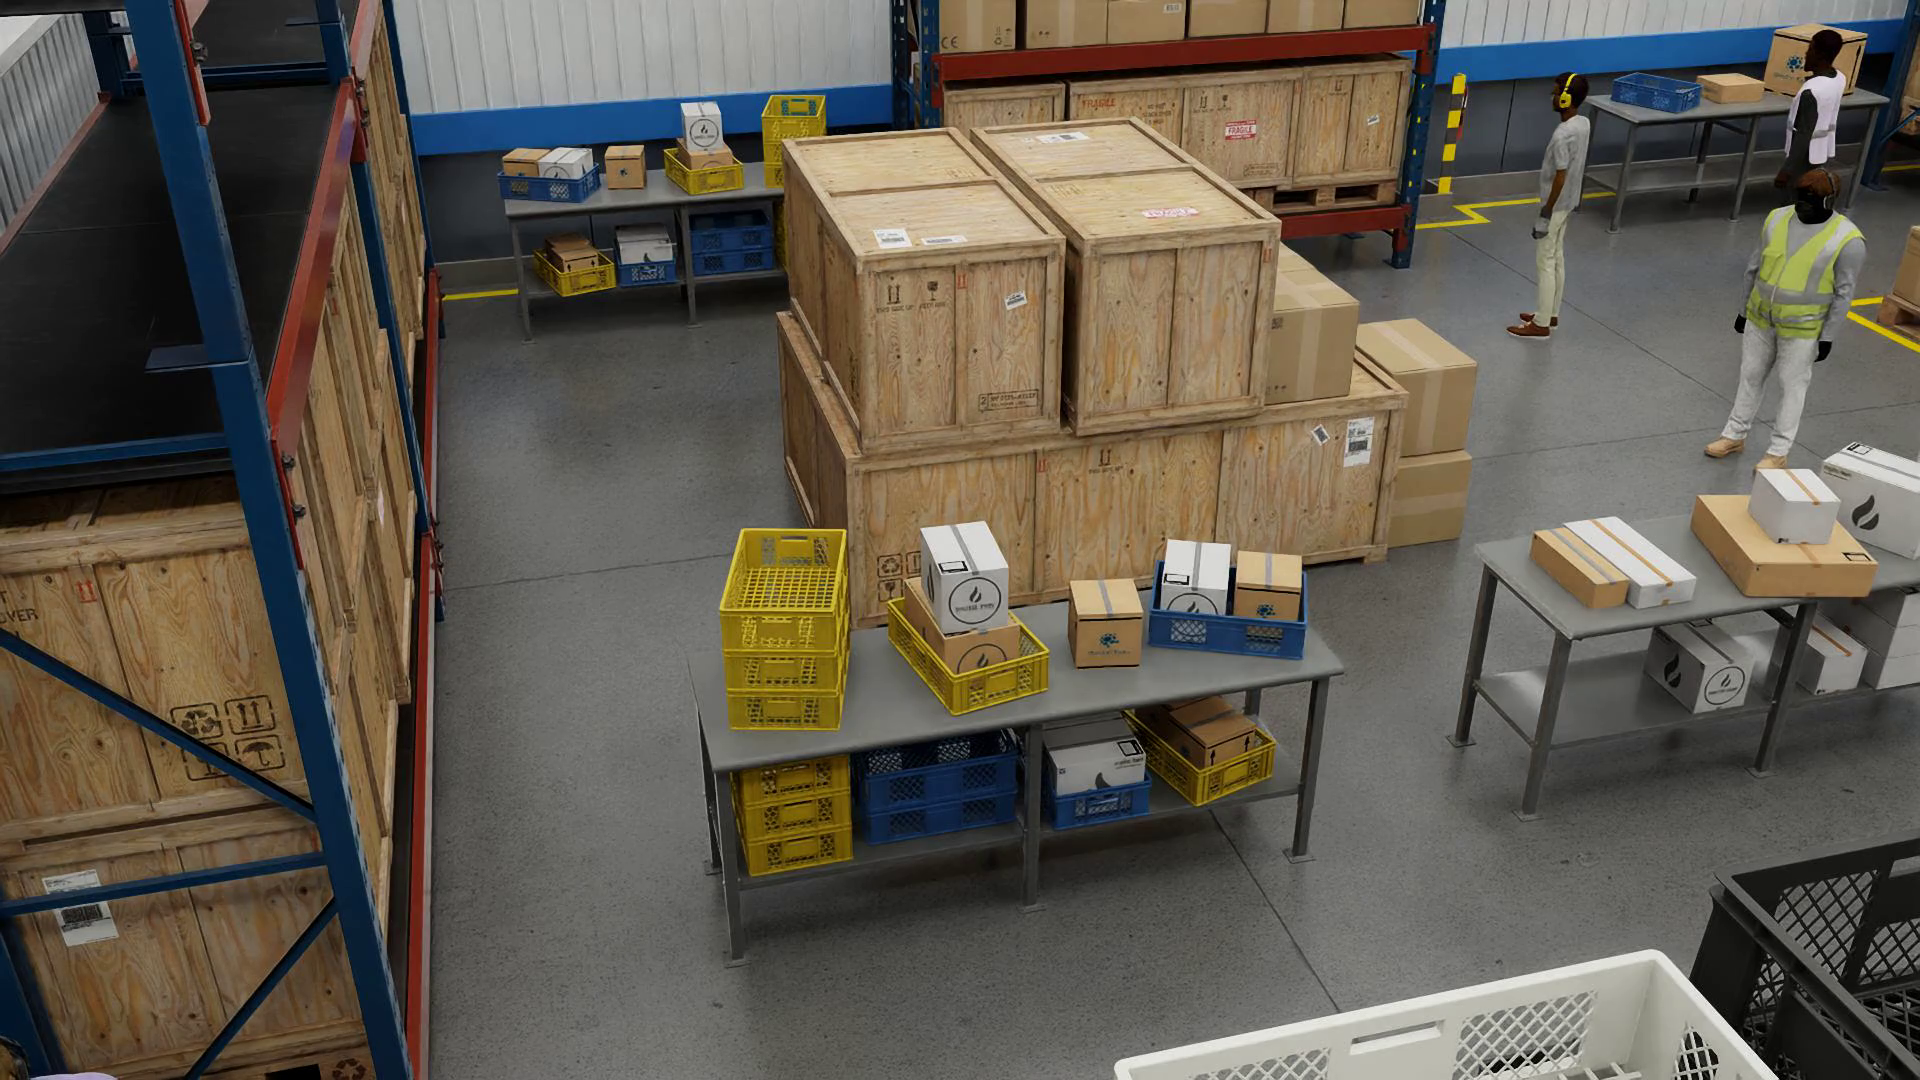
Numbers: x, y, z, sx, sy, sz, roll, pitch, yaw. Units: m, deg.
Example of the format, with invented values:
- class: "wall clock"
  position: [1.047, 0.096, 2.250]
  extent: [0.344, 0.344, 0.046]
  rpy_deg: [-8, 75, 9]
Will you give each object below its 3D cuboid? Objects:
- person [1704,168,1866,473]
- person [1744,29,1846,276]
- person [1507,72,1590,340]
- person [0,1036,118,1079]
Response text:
- class: "person"
  position: [4.857, -1.280, 9.796]
  extent: [0.429, 1.842, 0.634]
  rpy_deg: [-18, 34, -29]
- class: "person"
  position: [6.409, -2.894, 12.644]
  extent: [0.391, 1.920, 0.587]
  rpy_deg: [23, 36, 36]
- class: "person"
  position: [4.170, -2.334, 11.681]
  extent: [0.309, 1.868, 0.535]
  rpy_deg: [19, 34, 30]
- class: "person"
  position: [-2.144, 1.885, 3.963]
  extent: [0.625, 1.933, 0.374]
  rpy_deg: [-26, 38, -38]
